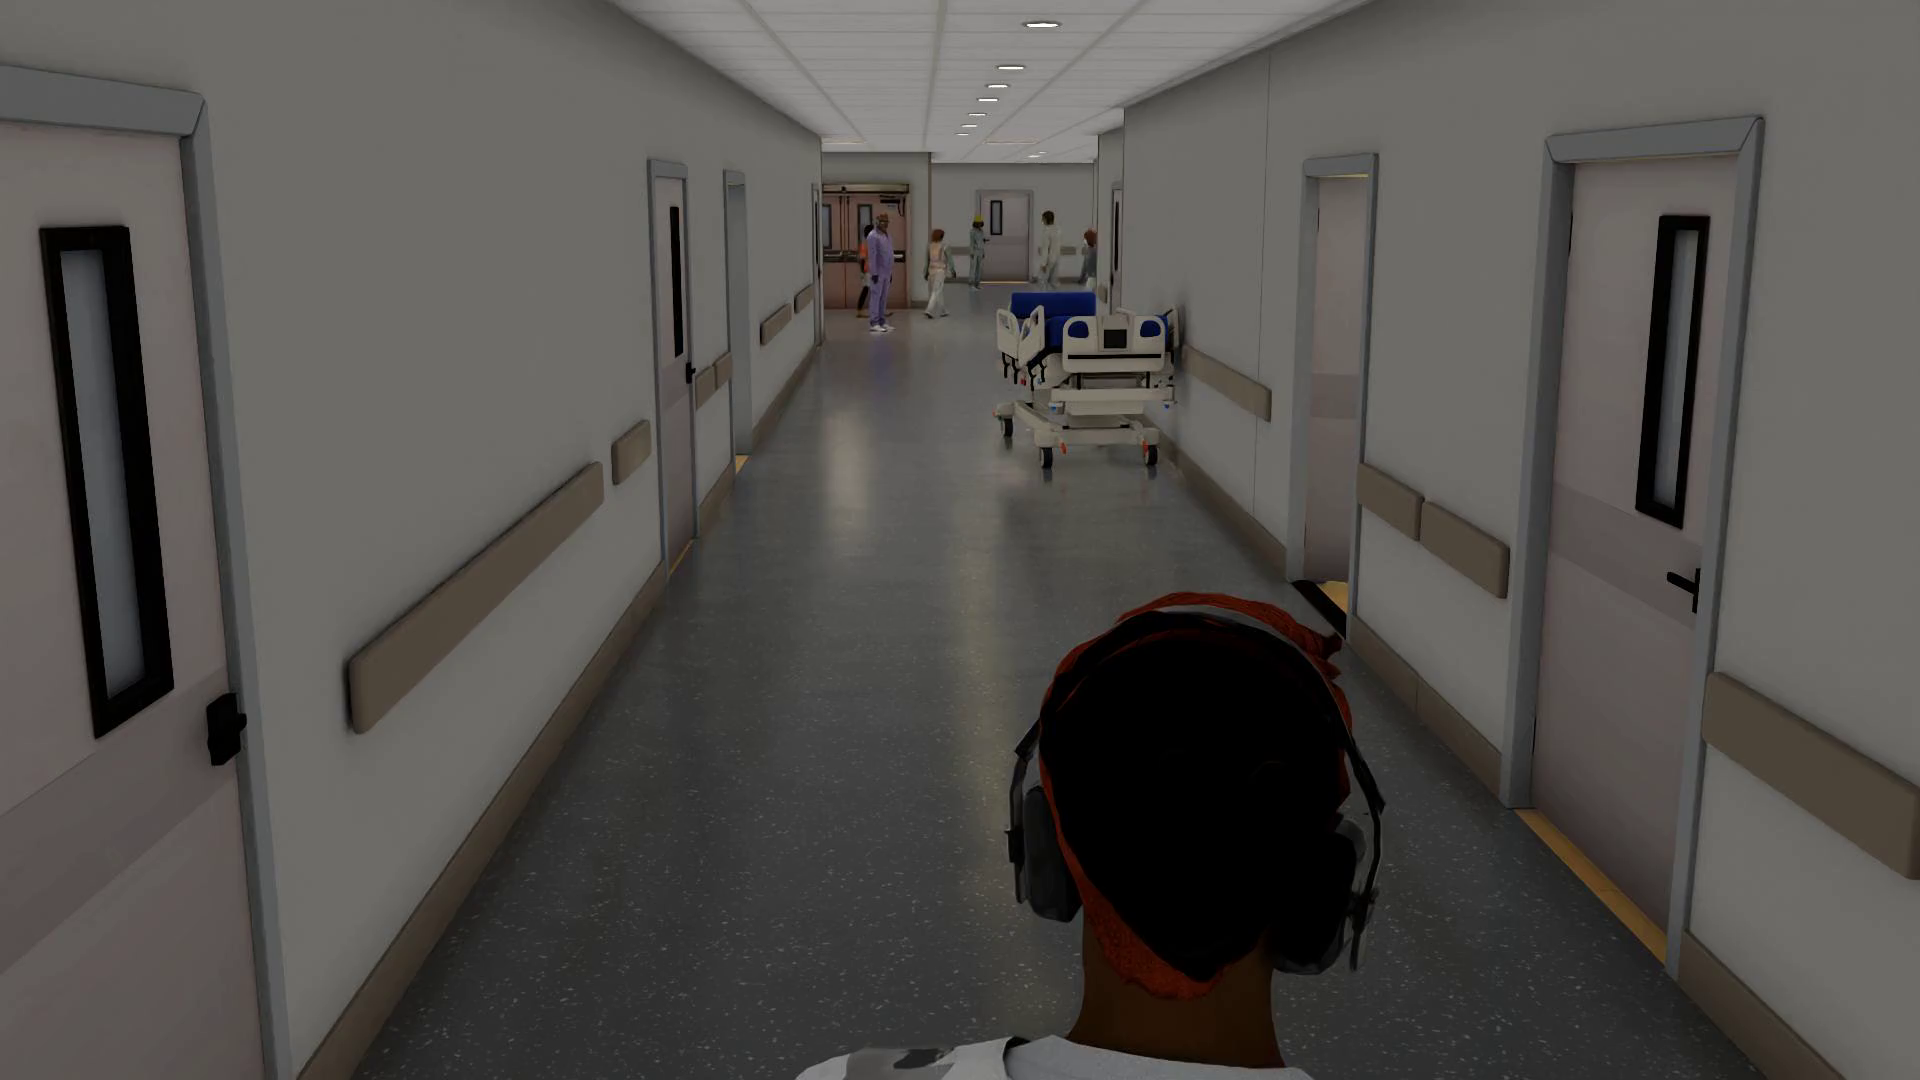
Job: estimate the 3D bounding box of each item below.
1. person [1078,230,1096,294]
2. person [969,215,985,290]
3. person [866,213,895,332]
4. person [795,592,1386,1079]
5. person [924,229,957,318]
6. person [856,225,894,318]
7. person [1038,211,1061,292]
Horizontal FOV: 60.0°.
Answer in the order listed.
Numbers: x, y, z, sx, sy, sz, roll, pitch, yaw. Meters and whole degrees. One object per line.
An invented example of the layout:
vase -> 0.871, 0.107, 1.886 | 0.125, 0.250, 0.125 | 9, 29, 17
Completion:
person -> 2.176, -4.365, 27.803 | 0.471, 1.618, 0.518 | -1, 12, -7
person -> 0.420, -6.775, 39.234 | 0.324, 1.743, 0.490 | 9, 15, 38
person -> -1.261, -4.339, 26.982 | 0.401, 1.904, 0.641 | 5, 13, 23
person -> 0.149, 0.961, 1.206 | 0.573, 1.883, 0.356 | 3, 12, 16
person -> -0.421, -4.807, 30.014 | 0.506, 1.595, 0.868 | 10, 15, 39
person -> -1.545, -4.805, 29.812 | 0.765, 1.660, 0.545 | 3, 12, 14
person -> 1.690, -5.212, 31.232 | 0.688, 1.902, 0.698 | 8, 14, 34
